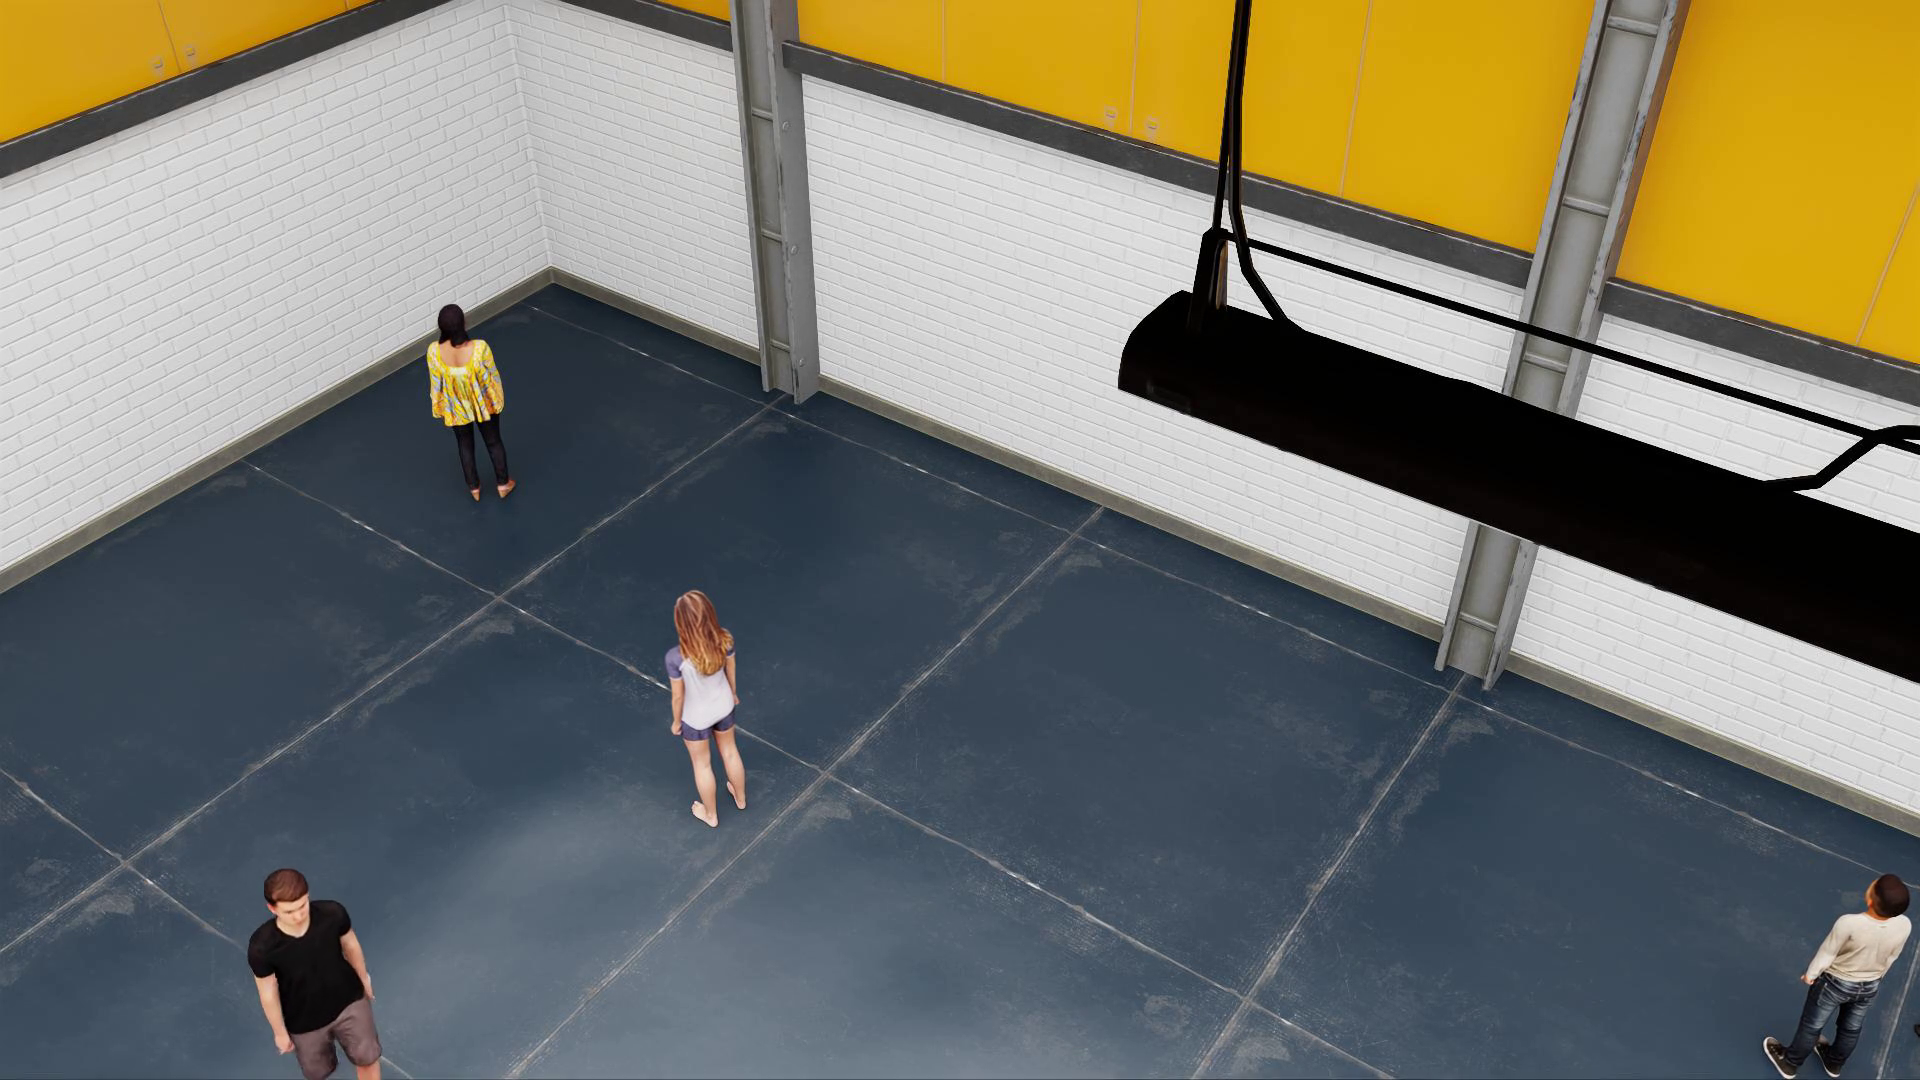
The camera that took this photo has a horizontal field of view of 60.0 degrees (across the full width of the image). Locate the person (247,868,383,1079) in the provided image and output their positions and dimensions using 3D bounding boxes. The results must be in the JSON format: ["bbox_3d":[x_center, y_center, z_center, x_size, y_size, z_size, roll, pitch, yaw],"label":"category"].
[{"bbox_3d":[-3.165,2.235,8.195,0.885,1.848,1.120,-25,45,-28],"label":"person"}]

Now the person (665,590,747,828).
[{"bbox_3d":[-1.495,1.006,9.828,0.664,1.730,0.635,-26,46,-29],"label":"person"}]

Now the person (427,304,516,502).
[{"bbox_3d":[-3.658,-1.014,12.418,0.884,1.654,0.946,-5,39,-6],"label":"person"}]

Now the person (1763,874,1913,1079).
[{"bbox_3d":[4.540,2.247,8.491,0.588,1.459,0.673,-1,39,-1],"label":"person"}]
